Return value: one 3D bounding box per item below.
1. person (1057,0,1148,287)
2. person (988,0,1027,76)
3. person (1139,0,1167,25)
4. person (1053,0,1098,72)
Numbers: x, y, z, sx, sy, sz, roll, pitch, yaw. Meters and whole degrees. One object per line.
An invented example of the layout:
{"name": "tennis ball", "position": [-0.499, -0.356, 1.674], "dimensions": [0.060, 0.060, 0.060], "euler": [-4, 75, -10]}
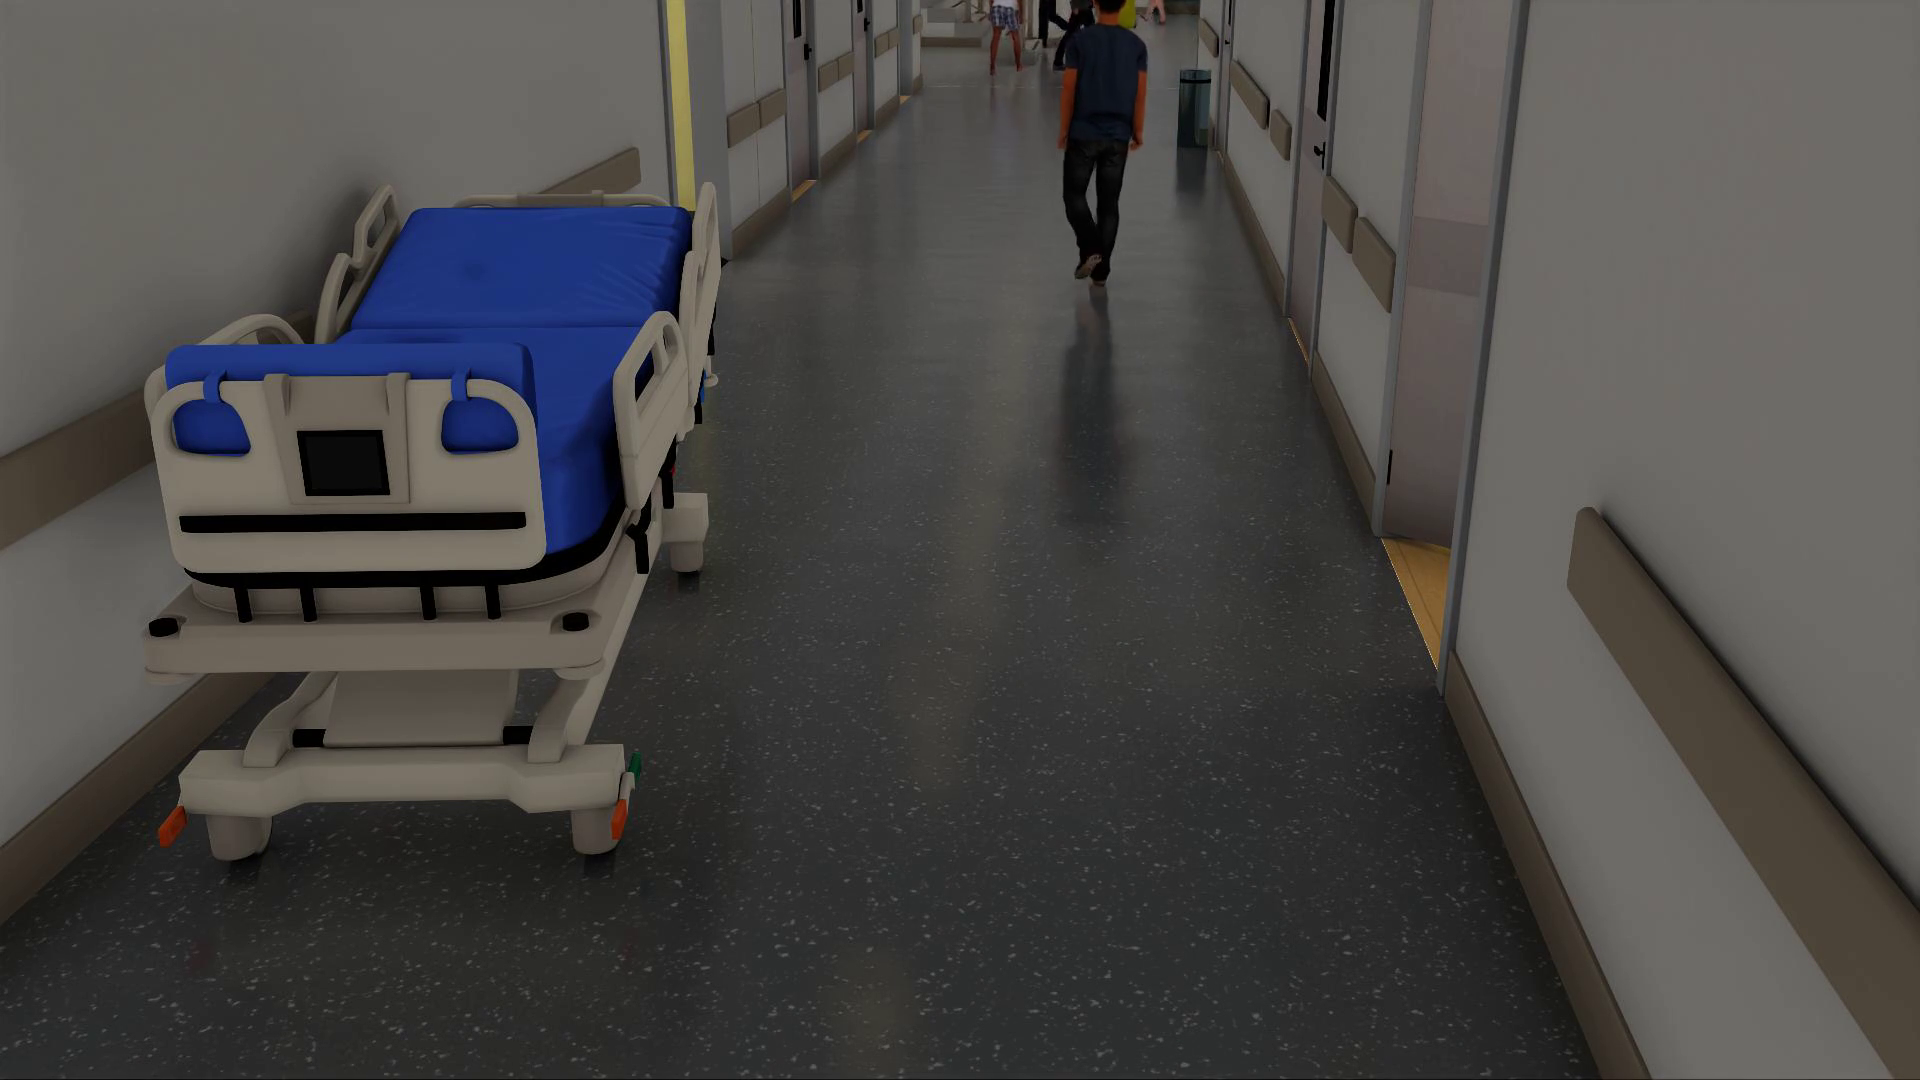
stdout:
{"name": "person", "position": [0.837, -2.371, 9.774], "dimensions": [0.739, 1.802, 0.814], "euler": [-3, 21, -7]}
{"name": "person", "position": [0.597, -7.112, 22.479], "dimensions": [1.200, 1.669, 1.039], "euler": [8, 22, 20]}
{"name": "person", "position": [3.915, -11.066, 32.759], "dimensions": [1.167, 1.782, 1.180], "euler": [-14, 25, -32]}
{"name": "person", "position": [1.583, -7.303, 22.780], "dimensions": [1.201, 1.813, 0.748], "euler": [0, 21, 1]}
